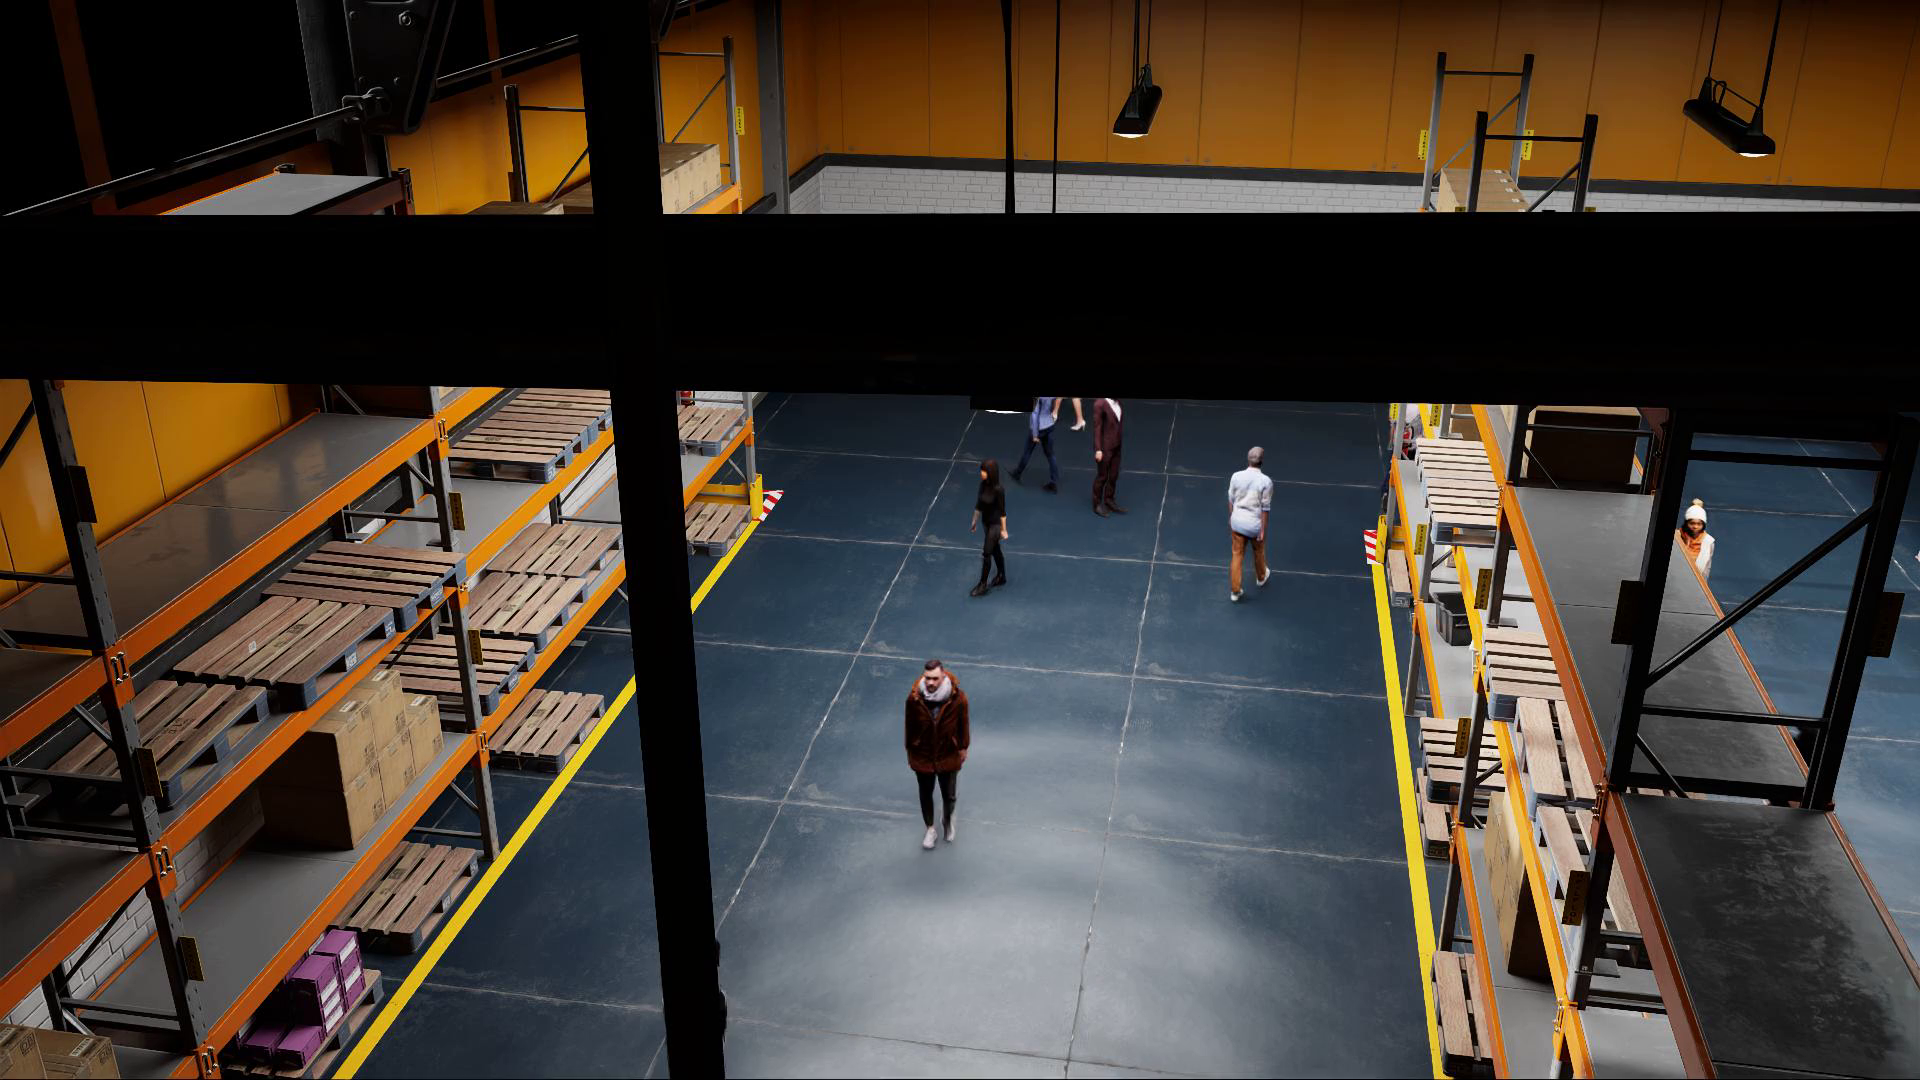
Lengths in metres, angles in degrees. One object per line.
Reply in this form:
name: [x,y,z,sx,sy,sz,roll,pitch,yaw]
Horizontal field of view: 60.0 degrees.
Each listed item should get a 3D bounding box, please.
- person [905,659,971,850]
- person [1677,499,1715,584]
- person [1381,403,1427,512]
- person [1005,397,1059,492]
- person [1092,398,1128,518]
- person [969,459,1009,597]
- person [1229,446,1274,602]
person: [-0.199,1.822,14.489,0.748,1.826,0.731,1,24,3]
person: [7.598,0.465,17.513,0.677,1.890,0.645,3,24,7]
person: [5.752,-1.207,21.434,0.882,1.812,1.130,12,26,25]
person: [1.164,-1.462,22.167,1.065,1.692,1.123,20,31,38]
person: [1.896,-1.235,21.431,0.872,1.865,0.757,20,30,38]
person: [0.448,-0.186,19.343,0.960,1.616,0.892,-17,29,-33]
person: [3.280,-0.150,19.040,0.857,1.794,1.104,11,26,23]
